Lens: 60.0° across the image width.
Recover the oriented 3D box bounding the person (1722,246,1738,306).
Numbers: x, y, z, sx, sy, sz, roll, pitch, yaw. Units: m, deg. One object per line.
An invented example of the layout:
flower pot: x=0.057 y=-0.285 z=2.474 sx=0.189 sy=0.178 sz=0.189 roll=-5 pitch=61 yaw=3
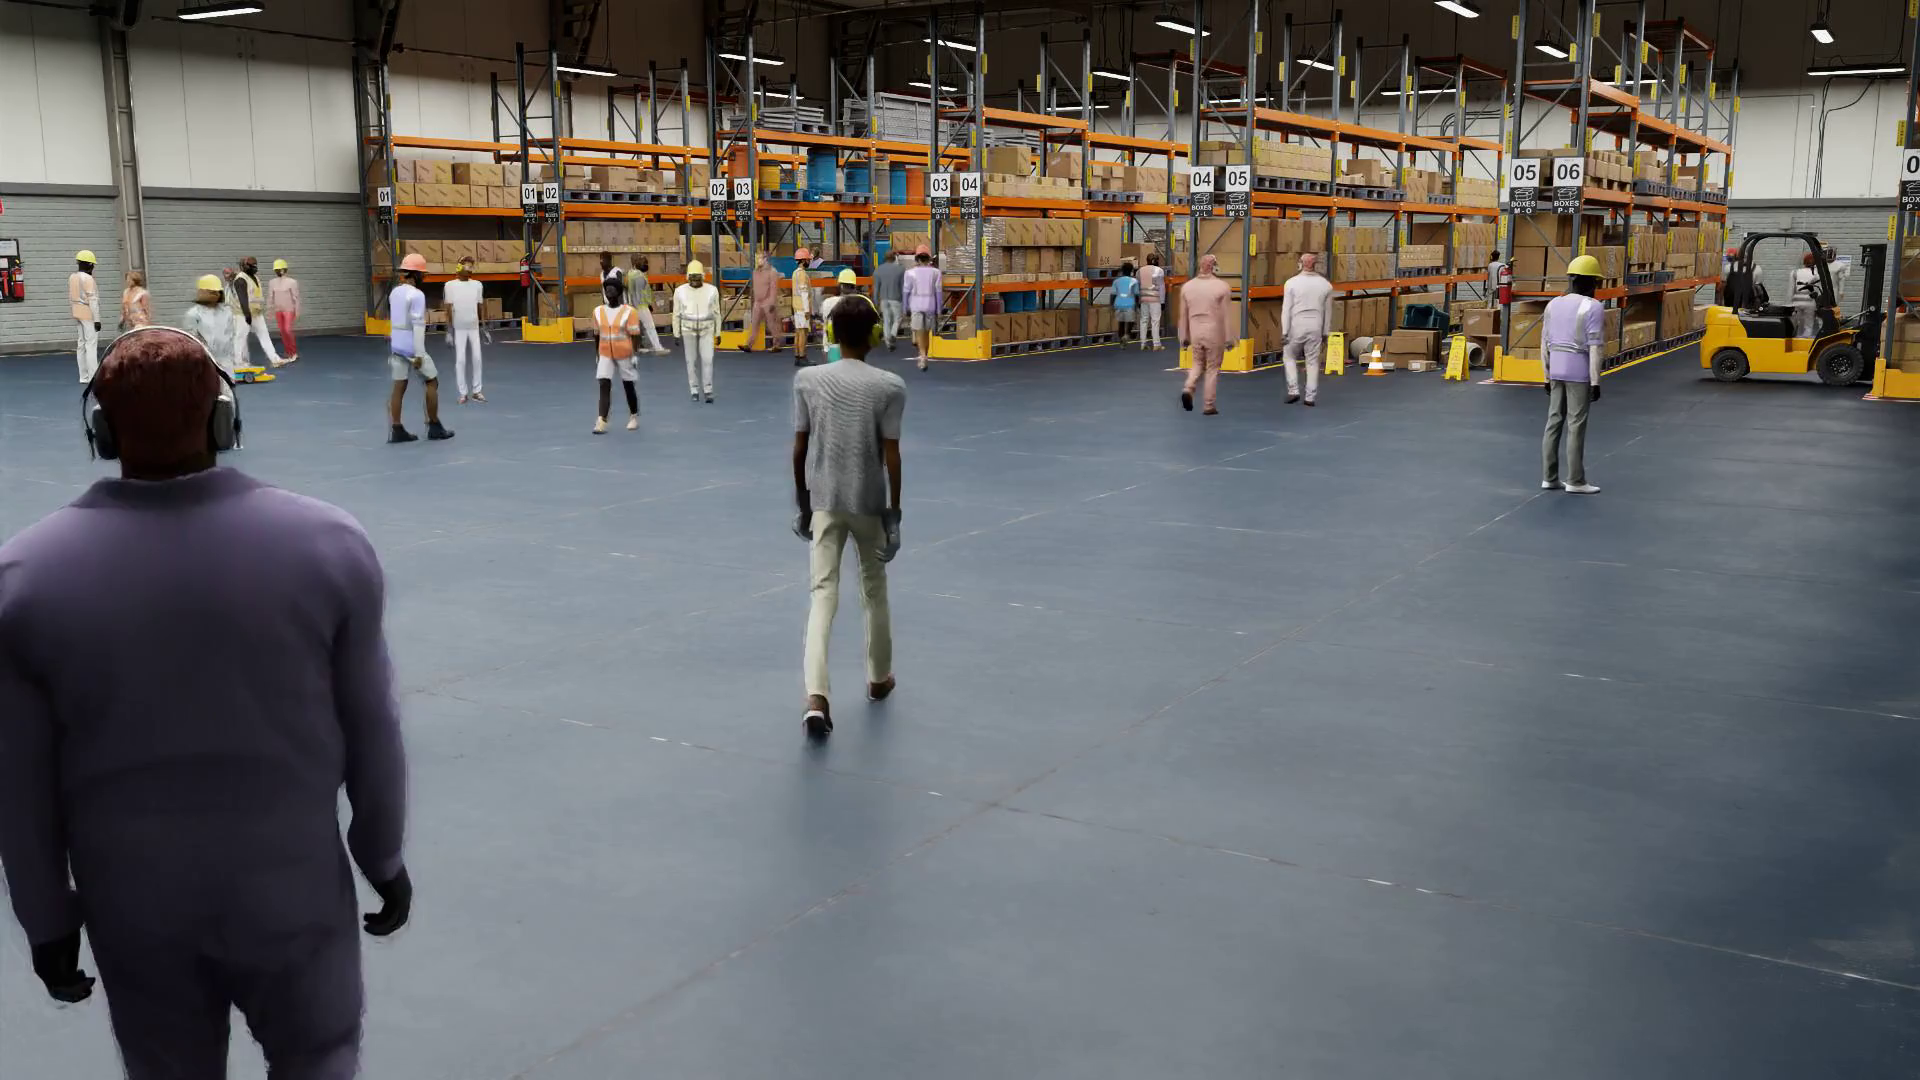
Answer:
person: x=17.779 y=-5.754 z=38.173 sx=0.973 sy=1.962 sz=0.620 roll=5 pitch=11 yaw=27

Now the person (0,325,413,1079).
person: x=-1.290 y=0.580 z=2.864 sx=0.656 sy=1.887 sz=0.672 roll=-3 pitch=11 yaw=-16

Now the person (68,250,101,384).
person: x=-12.546 y=-3.195 z=23.935 sx=0.585 sy=1.917 sz=0.382 roll=7 pitch=12 yaw=36

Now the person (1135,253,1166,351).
person: x=3.622 y=-4.499 z=31.462 sx=0.620 sy=1.840 sz=0.430 roll=8 pitch=13 yaw=39

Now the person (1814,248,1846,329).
person: x=18.931 y=-5.409 z=36.305 sx=0.658 sy=1.923 sz=0.471 roll=5 pitch=11 yaw=26

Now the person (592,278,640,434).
person: x=-3.695 y=-1.974 z=17.831 sx=0.545 sy=1.656 sz=0.793 roll=2 pitch=10 yaw=10

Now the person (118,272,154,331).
person: x=-12.629 y=-3.332 z=25.614 sx=0.517 sy=1.593 sz=0.885 roll=6 pitch=12 yaw=32

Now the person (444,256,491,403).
person: x=-6.284 y=-2.666 z=21.166 sx=0.575 sy=1.850 sz=0.364 roll=-7 pitch=12 yaw=-34

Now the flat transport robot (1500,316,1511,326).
flat transport robot: x=13.336 y=-5.393 z=40.852 sx=0.652 sy=0.197 sz=1.431 roll=6 pitch=12 yaw=31

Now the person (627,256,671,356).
person: x=-5.759 y=-4.179 z=29.833 sx=0.987 sy=1.794 sz=0.621 roll=-5 pitch=11 yaw=-27

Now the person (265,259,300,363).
person: x=-11.473 y=-3.871 z=28.189 sx=0.530 sy=1.749 sz=0.459 roll=3 pitch=10 yaw=15

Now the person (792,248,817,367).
person: x=-2.576 y=-3.817 z=27.348 sx=0.347 sy=1.943 sz=0.544 roll=-4 pitch=11 yaw=-20

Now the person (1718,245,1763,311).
person: x=14.192 y=-4.384 z=30.243 sx=0.692 sy=2.000 sz=0.745 roll=8 pitch=13 yaw=36

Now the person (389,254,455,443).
person: x=-5.550 y=-1.964 z=17.046 sx=0.561 sy=1.903 sz=0.788 roll=7 pitch=12 yaw=34

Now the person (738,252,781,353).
person: x=-3.655 y=-4.353 z=30.557 sx=0.678 sy=1.856 sz=0.965 roll=8 pitch=13 yaw=37

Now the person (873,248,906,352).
person: x=-1.298 y=-4.446 z=30.910 sx=0.656 sy=1.924 sz=0.493 roll=2 pitch=10 yaw=10

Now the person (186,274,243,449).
person: x=-7.434 y=-1.763 z=16.454 sx=0.722 sy=1.723 sz=0.494 roll=7 pitch=12 yaw=35

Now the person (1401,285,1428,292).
person: x=11.011 y=-6.137 z=40.454 sx=0.635 sy=1.909 sz=1.000 roll=6 pitch=12 yaw=32

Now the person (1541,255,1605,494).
person: x=4.989 y=-1.341 z=13.532 sx=0.384 sy=1.923 sz=0.589 roll=-5 pitch=11 yaw=-27

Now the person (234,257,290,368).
person: x=-11.308 y=-3.633 z=26.708 sx=0.932 sy=1.796 sz=0.652 roll=0 pitch=10 yaw=3

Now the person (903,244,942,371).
person: x=-0.587 y=-3.703 z=26.523 sx=0.615 sy=2.018 sz=0.915 roll=-2 pitch=10 yaw=-12

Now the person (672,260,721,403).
person: x=-3.334 y=-2.630 z=21.094 sx=0.612 sy=1.797 sz=0.822 roll=-1 pitch=10 yaw=-8

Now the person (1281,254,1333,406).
person: x=4.305 y=-2.620 z=20.793 sx=0.673 sy=1.886 sz=0.576 roll=-2 pitch=10 yaw=-10

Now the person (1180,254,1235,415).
person: x=2.916 y=-2.409 z=19.603 sx=0.647 sy=1.892 sz=0.480 roll=8 pitch=13 yaw=39

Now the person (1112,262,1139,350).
person: x=3.095 y=-4.395 z=31.344 sx=0.533 sy=1.669 sz=0.526 roll=5 pitch=11 yaw=24

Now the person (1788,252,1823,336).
person: x=14.901 y=-4.140 z=29.369 sx=0.601 sy=1.866 sz=0.593 roll=-10 pitch=14 yaw=-43

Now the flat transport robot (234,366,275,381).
flat transport robot: x=-10.707 y=-2.374 z=23.942 sx=0.652 sy=0.197 sz=1.431 roll=8 pitch=13 yaw=38

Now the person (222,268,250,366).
person: x=-11.939 y=-3.647 z=27.279 sx=0.540 sy=1.618 sz=0.503 roll=10 pitch=14 yaw=44

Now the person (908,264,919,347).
person: x=-0.769 y=-4.580 z=32.551 sx=0.583 sy=1.615 sz=0.507 roll=-9 pitch=14 yaw=-42

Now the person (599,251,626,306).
person: x=-6.046 y=-4.132 z=29.245 sx=0.628 sy=1.891 sz=0.626 roll=9 pitch=14 yaw=42

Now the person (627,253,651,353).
person: x=-5.956 y=-4.360 z=30.677 sx=0.346 sy=1.840 sz=0.505 roll=-7 pitch=12 yaw=-34

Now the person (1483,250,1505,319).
person: x=12.653 y=-5.924 z=39.390 sx=0.509 sy=1.860 sz=0.334 roll=3 pitch=10 yaw=15

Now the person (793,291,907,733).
person: x=-0.486 y=-0.129 z=7.030 sx=0.514 sy=1.835 sz=0.964 roll=1 pitch=10 yaw=5

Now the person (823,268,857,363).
person: x=-1.303 y=-2.179 z=18.715 sx=0.532 sy=1.746 sz=0.636 roll=-3 pitch=10 yaw=-14

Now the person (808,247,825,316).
person: x=-3.430 y=-6.011 z=39.644 sx=0.627 sy=1.940 sz=0.372 roll=10 pitch=14 yaw=44
